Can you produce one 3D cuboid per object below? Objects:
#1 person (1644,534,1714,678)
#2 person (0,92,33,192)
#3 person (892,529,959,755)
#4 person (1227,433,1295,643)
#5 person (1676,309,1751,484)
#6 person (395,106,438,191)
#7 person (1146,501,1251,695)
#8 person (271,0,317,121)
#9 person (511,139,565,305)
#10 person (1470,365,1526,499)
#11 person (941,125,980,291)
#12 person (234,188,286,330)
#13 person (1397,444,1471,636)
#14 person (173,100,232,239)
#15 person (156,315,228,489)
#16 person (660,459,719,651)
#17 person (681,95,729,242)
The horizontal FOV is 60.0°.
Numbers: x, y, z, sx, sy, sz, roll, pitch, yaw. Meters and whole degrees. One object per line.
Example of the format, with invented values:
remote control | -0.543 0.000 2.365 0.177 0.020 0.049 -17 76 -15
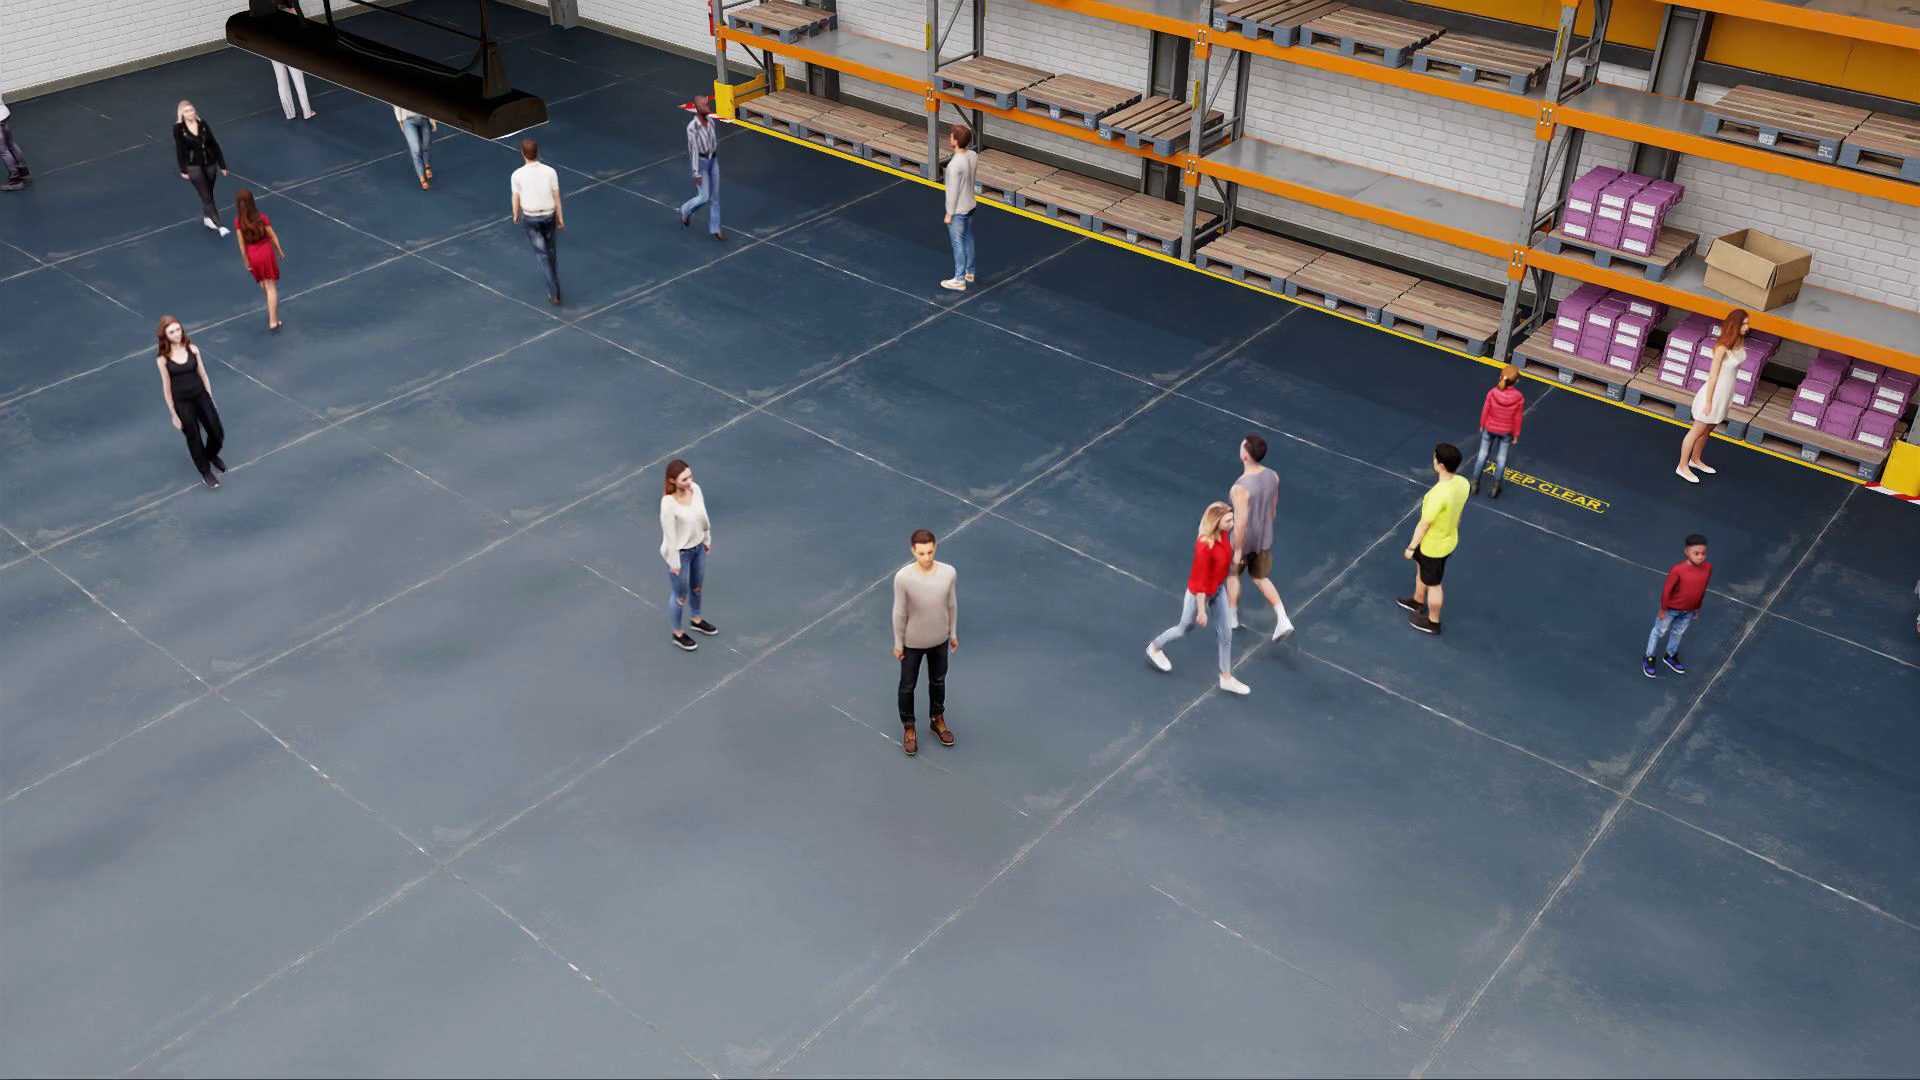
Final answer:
person | 5.633 0.492 13.011 0.583 1.255 0.639 -4 34 -6
person | -12.401 -5.429 21.400 0.802 1.830 0.728 -5 34 -8
person | -0.258 0.710 12.129 0.740 1.868 0.745 -11 35 -17
person | 2.364 0.034 13.189 0.809 1.824 1.127 -20 39 -28
person | 6.997 -1.358 15.382 0.607 1.711 0.583 -23 40 -30
person | -7.037 -5.425 21.563 0.913 1.642 1.139 -14 36 -21
person | 1.808 0.416 12.756 1.148 1.664 0.732 20 39 28
person | -9.586 -6.862 23.640 0.698 1.737 0.769 -1 34 -2
person | -4.660 -3.508 18.522 1.002 1.816 1.255 -15 37 -22
person | 4.922 -0.994 15.194 0.516 1.314 0.630 13 36 19
person | 0.018 -3.773 18.840 0.626 1.905 0.696 19 38 26
person | -7.590 -3.033 18.078 0.977 1.516 1.095 -6 34 -9
person | 3.896 0.028 13.311 0.697 1.696 0.639 25 41 33
person | -9.243 -4.527 20.206 0.730 1.650 1.112 -27 42 -34
person | -7.113 -1.293 15.261 0.699 1.737 0.610 28 43 35
person | -2.183 0.092 13.218 0.586 1.692 0.633 20 38 27
person | -3.129 -4.464 19.994 0.911 1.779 0.704 19 38 26
